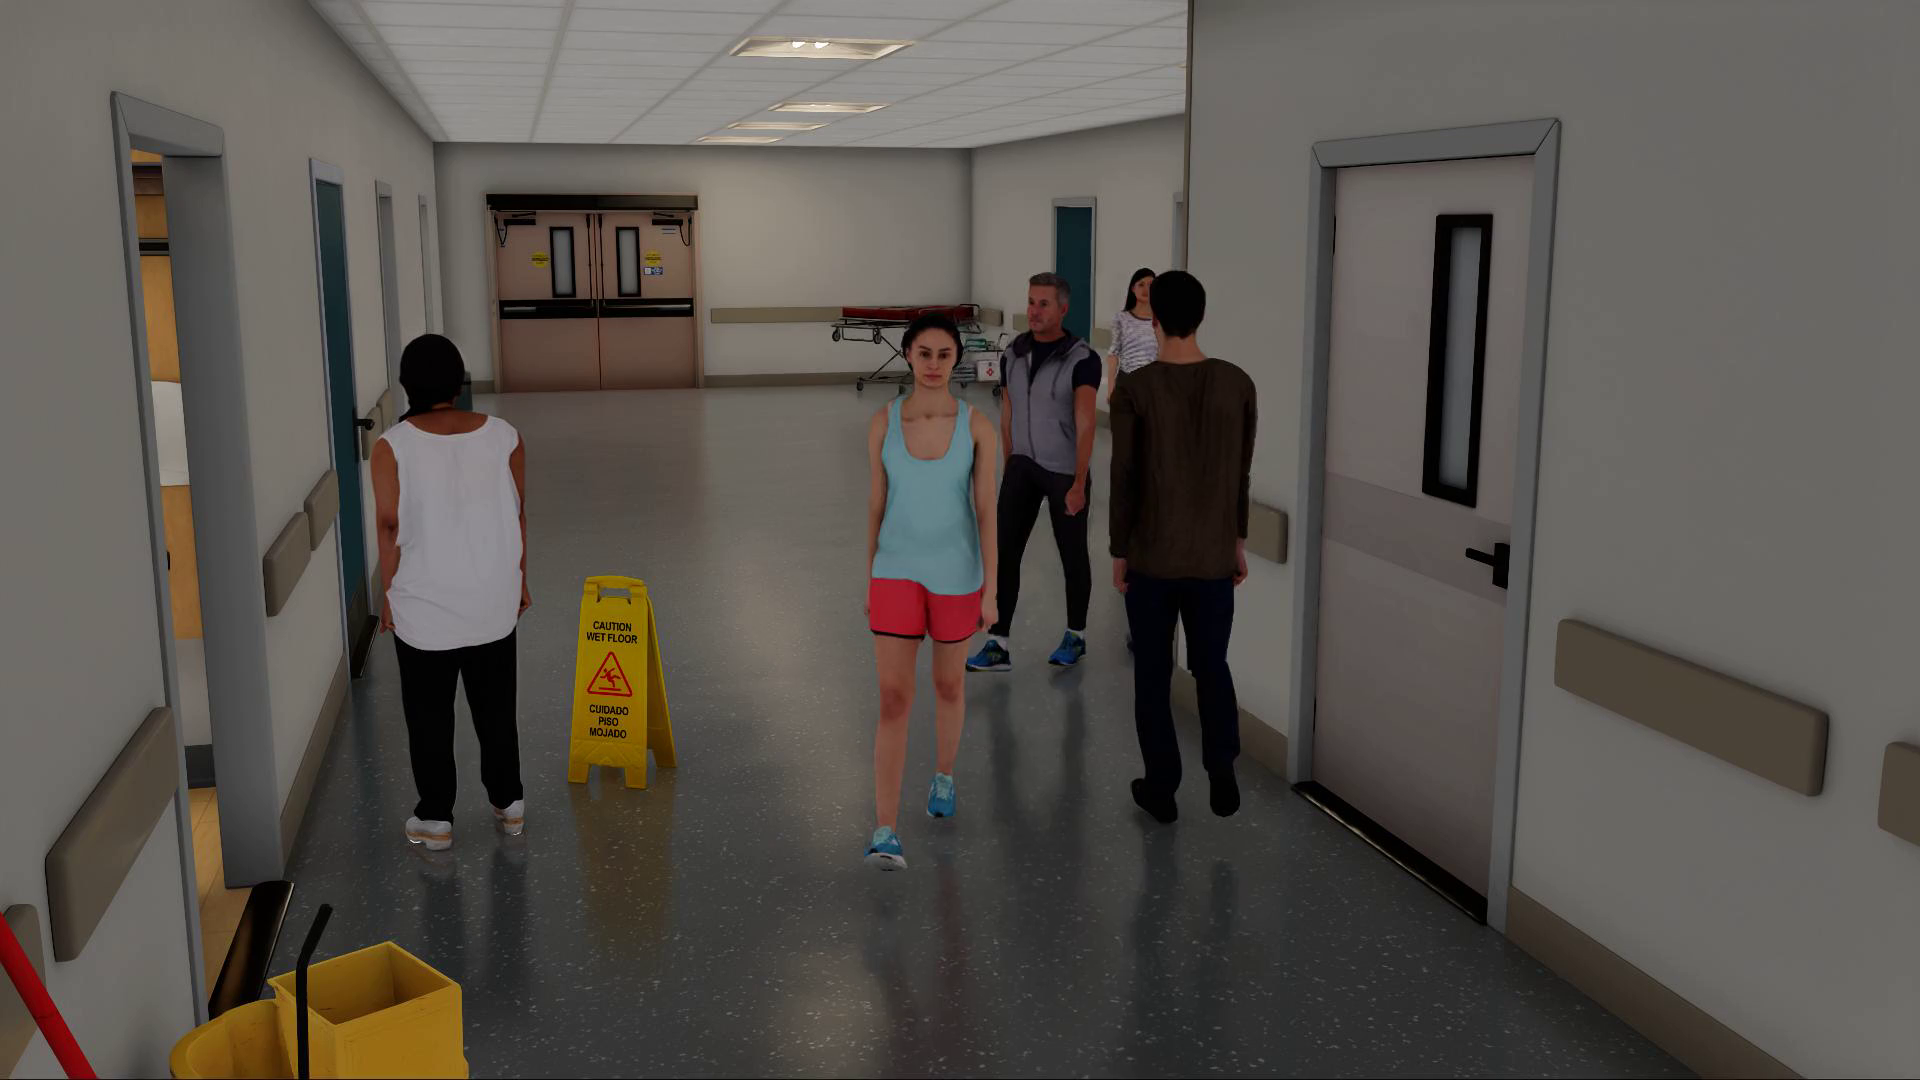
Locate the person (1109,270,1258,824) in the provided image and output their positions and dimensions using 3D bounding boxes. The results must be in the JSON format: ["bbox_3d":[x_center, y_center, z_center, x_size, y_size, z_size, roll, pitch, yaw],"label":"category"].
[{"bbox_3d":[0.758,0.064,5.502,0.685,1.876,0.858,-2,11,-11],"label":"person"}]

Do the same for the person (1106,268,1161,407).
[{"bbox_3d":[1.259,-1.040,11.826,0.926,1.687,1.205,2,11,10],"label":"person"}]

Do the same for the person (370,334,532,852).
[{"bbox_3d":[-1.688,0.162,5.490,0.737,1.687,0.722,-7,13,-34],"label":"person"}]

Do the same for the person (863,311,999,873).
[{"bbox_3d":[-0.081,0.163,5.429,0.884,1.709,1.250,1,11,6],"label":"person"}]

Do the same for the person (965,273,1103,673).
[{"bbox_3d":[0.464,-0.289,7.583,1.062,1.792,1.101,7,13,32],"label":"person"}]
